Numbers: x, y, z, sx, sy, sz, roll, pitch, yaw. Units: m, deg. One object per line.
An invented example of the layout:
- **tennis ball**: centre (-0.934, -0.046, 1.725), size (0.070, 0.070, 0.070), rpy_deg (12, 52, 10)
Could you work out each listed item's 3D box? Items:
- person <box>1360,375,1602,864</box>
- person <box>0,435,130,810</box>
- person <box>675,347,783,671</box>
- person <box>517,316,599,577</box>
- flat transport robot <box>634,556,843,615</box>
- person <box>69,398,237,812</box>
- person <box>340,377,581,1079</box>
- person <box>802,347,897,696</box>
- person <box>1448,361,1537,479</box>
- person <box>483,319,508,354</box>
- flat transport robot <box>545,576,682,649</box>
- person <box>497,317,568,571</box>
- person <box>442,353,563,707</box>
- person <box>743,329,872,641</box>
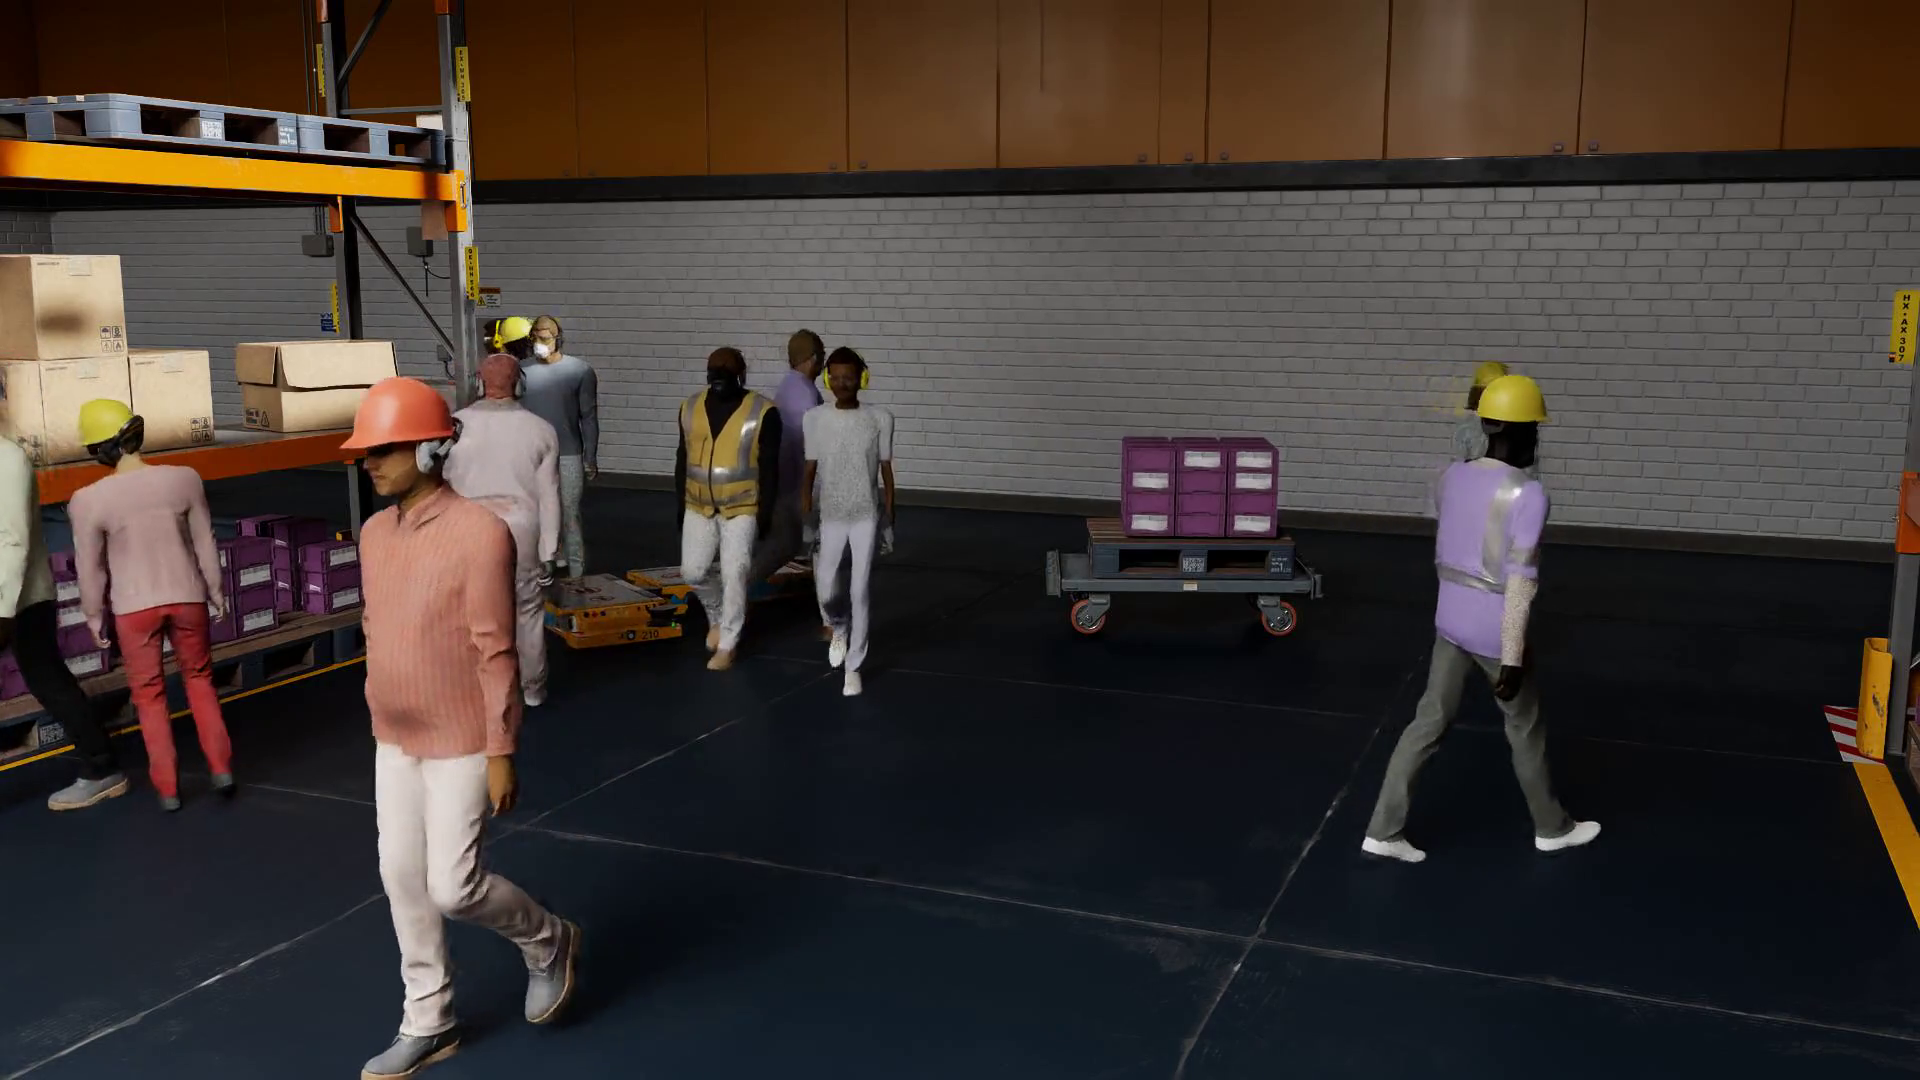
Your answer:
- **person**: centre (1.978, 0.313, 6.266), size (1.035, 1.871, 0.602), rpy_deg (-4, 10, -23)
- **person**: centre (-3.869, 0.224, 6.650), size (0.670, 1.924, 1.018), rpy_deg (6, 11, 32)
- **person**: centre (-1.309, -0.178, 9.377), size (0.641, 1.823, 0.463), rpy_deg (2, 10, 14)
- **person**: centre (-2.799, -0.557, 11.392), size (0.643, 1.928, 0.409), rpy_deg (-1, 9, -8)
- **flat transport robot**: centre (-1.574, 0.298, 11.183), size (1.431, 0.197, 0.652), rpy_deg (-6, 11, -31)
- **person**: centre (-3.334, 0.279, 6.872), size (0.561, 1.737, 0.363), rpy_deg (-8, 12, -41)
- **person**: centre (-1.427, 0.524, 4.671), size (0.627, 1.970, 0.560), rpy_deg (6, 11, 33)
- **person**: centre (-0.585, -0.116, 8.930), size (0.510, 1.856, 0.553), rpy_deg (0, 9, 1)
- **person**: centre (3.012, -0.154, 9.502), size (0.496, 1.727, 0.367), rpy_deg (-1, 9, -5)
- **person**: centre (-3.546, -0.819, 13.183), size (0.662, 1.853, 0.539), rpy_deg (1, 9, 4)
- **flat transport robot**: centre (-2.317, 0.423, 10.426), size (0.652, 0.197, 1.431), rpy_deg (-6, 11, -31)
- **person**: centre (-3.164, -0.701, 12.343), size (0.546, 1.881, 0.615), rpy_deg (1, 9, 7)
- **person**: centre (-2.255, 0.016, 8.148), size (0.620, 1.854, 1.049), rpy_deg (-1, 9, -8)
- **person**: centre (-1.023, -0.320, 10.070), size (0.895, 1.903, 0.666), rpy_deg (-2, 10, -10)
